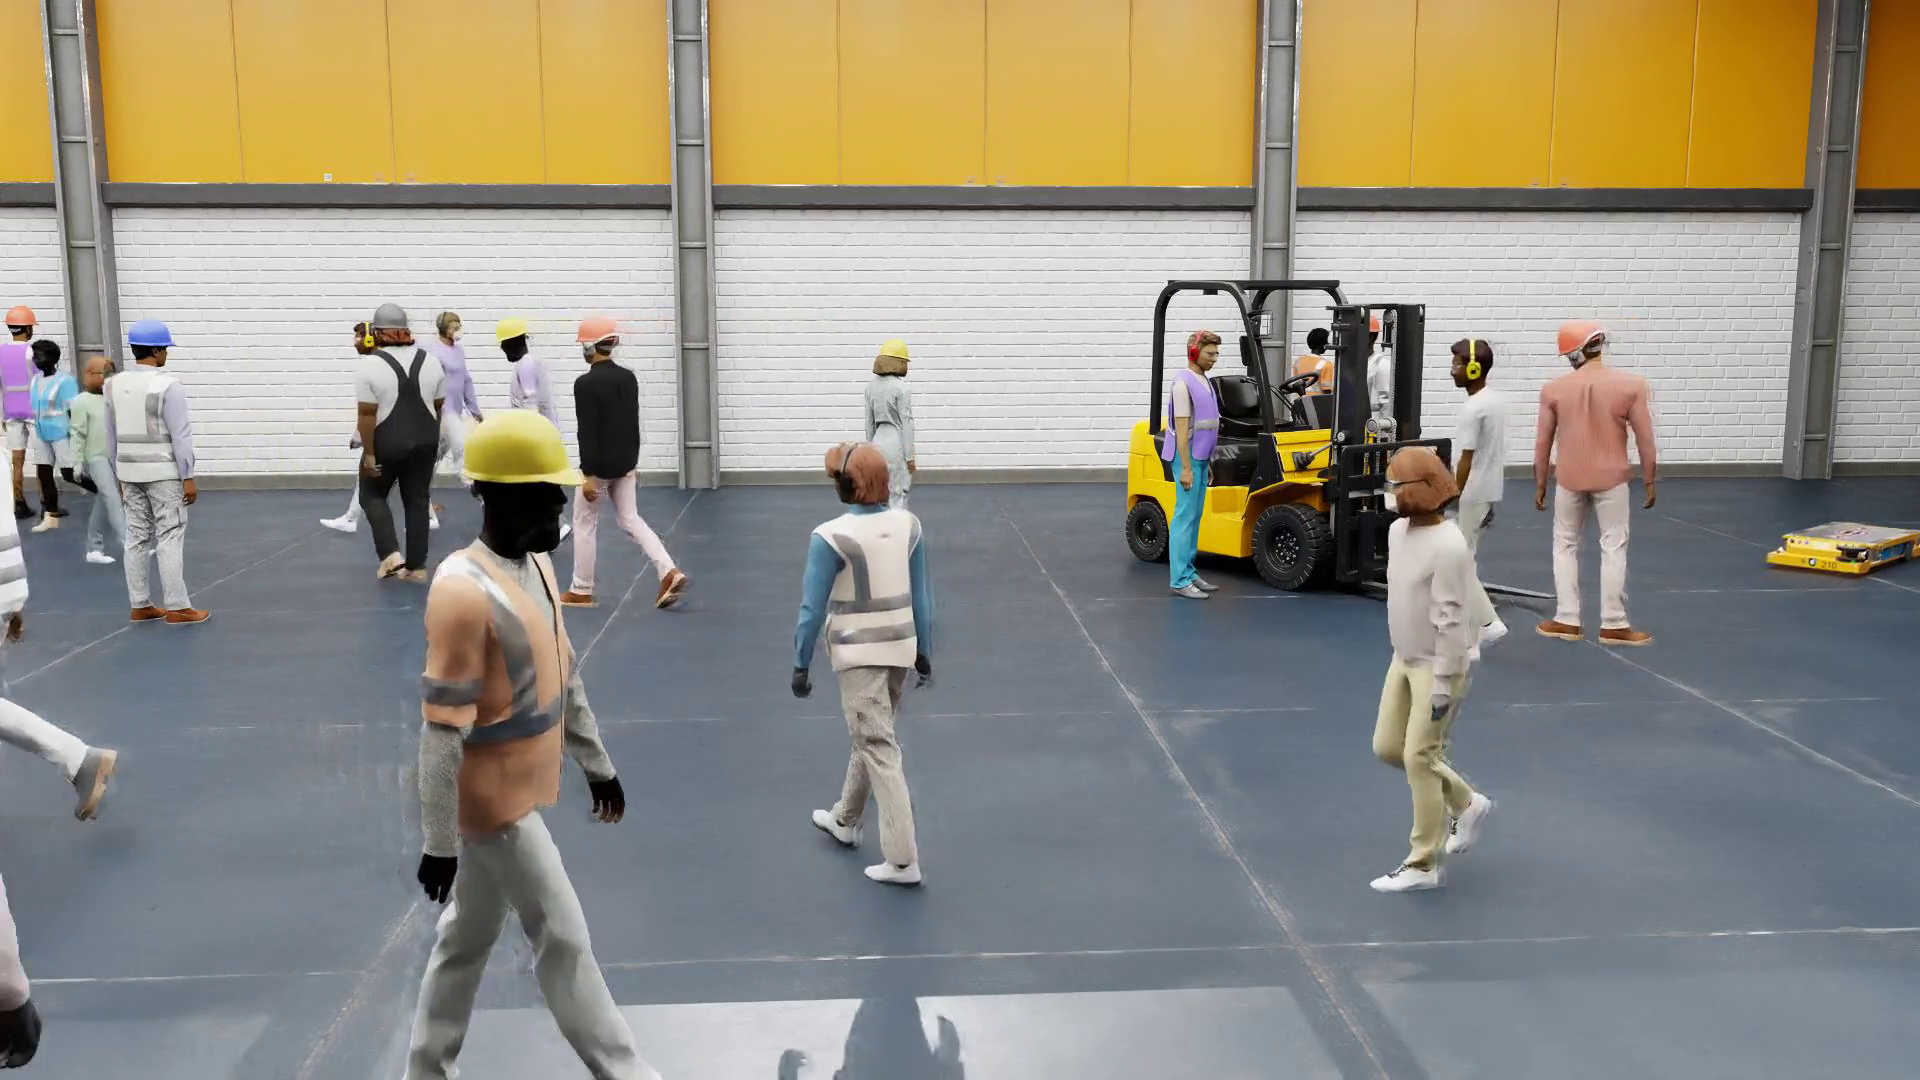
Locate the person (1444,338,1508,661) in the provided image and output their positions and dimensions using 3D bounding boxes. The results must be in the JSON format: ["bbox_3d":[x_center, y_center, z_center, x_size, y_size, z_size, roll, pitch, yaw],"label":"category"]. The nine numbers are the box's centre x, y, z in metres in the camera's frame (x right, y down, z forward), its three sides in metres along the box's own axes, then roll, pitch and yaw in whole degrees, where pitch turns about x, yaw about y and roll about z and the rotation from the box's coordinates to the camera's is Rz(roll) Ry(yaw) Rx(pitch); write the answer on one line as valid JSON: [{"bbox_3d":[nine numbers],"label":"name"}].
[{"bbox_3d":[2.888,-0.216,9.480,0.373,1.855,0.568,5,10,29],"label":"person"}]

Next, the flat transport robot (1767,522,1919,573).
[{"bbox_3d":[6.853,0.045,12.814,1.431,0.197,0.652,-8,12,-42],"label":"flat transport robot"}]

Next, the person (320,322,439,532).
[{"bbox_3d":[-4.976,-0.952,14.260,0.971,1.814,0.520,-4,10,-24],"label":"person"}]

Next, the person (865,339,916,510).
[{"bbox_3d":[-0.504,-0.645,12.567,0.484,1.736,0.308,9,12,43],"label":"person"}]

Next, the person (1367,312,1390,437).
[{"bbox_3d":[3.163,-0.831,13.099,0.374,1.939,0.545,-4,10,-24],"label":"person"}]

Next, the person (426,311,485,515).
[{"bbox_3d":[-4.657,-1.163,15.344,1.029,1.882,0.651,1,9,3],"label":"person"}]

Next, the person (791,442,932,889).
[{"bbox_3d":[-0.398,0.440,6.156,0.809,1.598,0.537,8,12,42],"label":"person"}]

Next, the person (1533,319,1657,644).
[{"bbox_3d":[3.843,-0.339,10.014,0.760,1.950,0.373,5,11,31],"label":"person"}]

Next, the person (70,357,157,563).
[{"bbox_3d":[-6.406,-0.587,12.618,0.825,1.585,0.523,3,10,20],"label":"person"}]

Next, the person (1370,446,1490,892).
[{"bbox_3d":[1.722,0.460,5.995,0.453,1.614,0.525,-2,9,-14],"label":"person"}]

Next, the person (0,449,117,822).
[{"bbox_3d":[-3.768,0.255,6.526,0.762,1.860,0.635,-1,9,-6],"label":"person"}]

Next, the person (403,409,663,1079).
[{"bbox_3d":[-1.017,0.619,4.167,0.972,1.880,0.607,0,9,-2],"label":"person"}]

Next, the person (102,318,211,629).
[{"bbox_3d":[-5.063,-0.417,10.466,0.614,1.945,0.406,3,10,19],"label":"person"}]

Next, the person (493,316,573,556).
[{"bbox_3d":[-3.393,-0.801,13.054,0.496,1.886,0.635,-1,9,-8],"label":"person"}]

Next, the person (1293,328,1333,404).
[{"bbox_3d":[3.569,-1.302,16.852,0.318,1.689,0.539,-5,11,-31],"label":"person"}]

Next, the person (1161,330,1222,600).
[{"bbox_3d":[1.598,-0.523,11.478,0.389,1.838,0.563,4,10,22],"label":"person"}]

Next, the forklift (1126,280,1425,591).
[{"bbox_3d":[2.301,-0.860,12.475,1.214,2.155,2.313,-6,11,-35],"label":"forklift"}]

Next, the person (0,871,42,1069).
[{"bbox_3d":[-1.701,0.838,2.771,0.785,1.881,0.673,-1,9,-4],"label":"person"}]

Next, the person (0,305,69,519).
[{"bbox_3d":[-8.457,-1.150,15.095,0.543,1.939,0.362,0,9,3],"label":"person"}]

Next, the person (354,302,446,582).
[{"bbox_3d":[-4.037,-0.699,11.948,0.689,2.000,0.538,-8,12,-42],"label":"person"}]

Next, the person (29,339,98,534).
[{"bbox_3d":[-7.776,-0.914,14.441,0.543,1.675,0.652,4,10,23],"label":"person"}]

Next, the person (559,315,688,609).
[{"bbox_3d":[-2.260,-0.500,10.968,0.926,1.966,0.631,5,10,27],"label":"person"}]
